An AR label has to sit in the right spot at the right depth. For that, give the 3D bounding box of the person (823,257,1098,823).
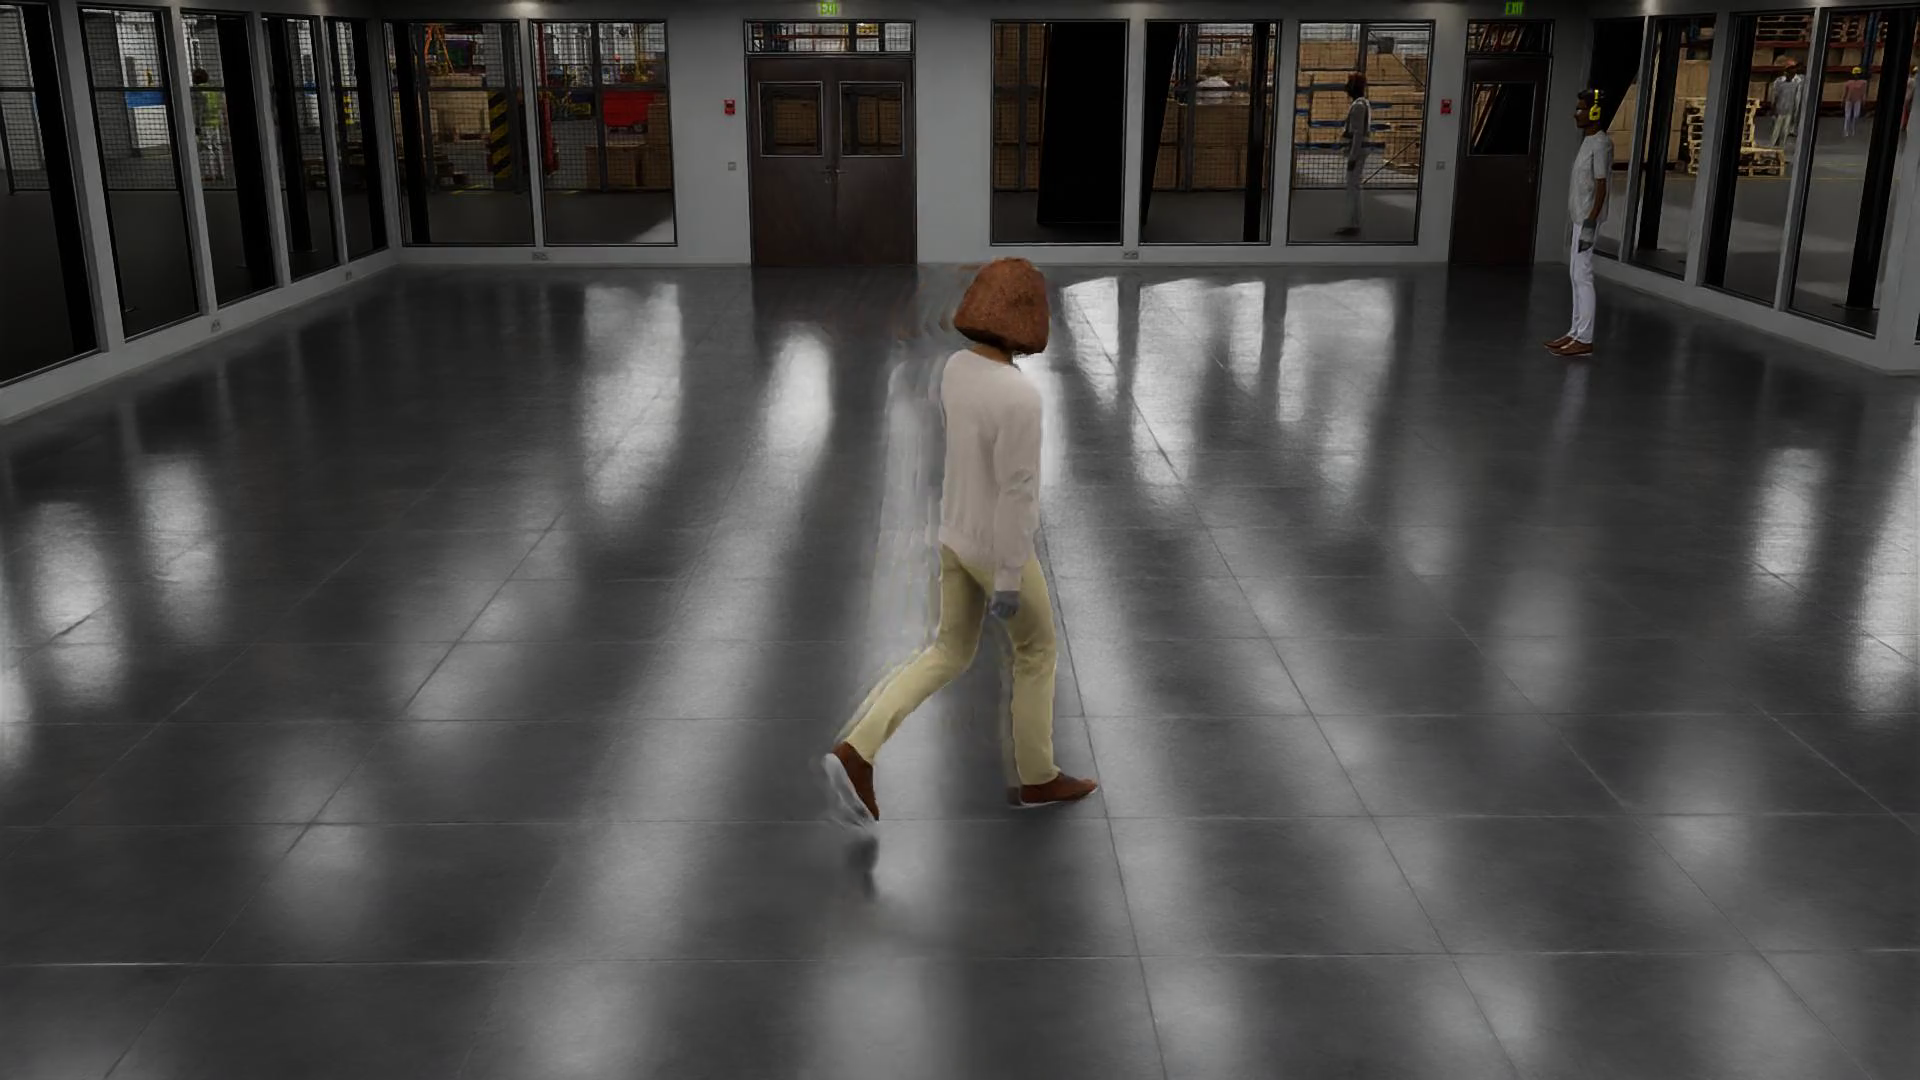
[{"bbox_3d":[0.015,0.031,4.549,0.764,1.603,0.502,-9,18,-27],"label":"person"}]

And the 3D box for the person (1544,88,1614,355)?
[{"bbox_3d":[4.424,-2.247,11.821,0.314,1.869,0.535,3,17,11],"label":"person"}]
